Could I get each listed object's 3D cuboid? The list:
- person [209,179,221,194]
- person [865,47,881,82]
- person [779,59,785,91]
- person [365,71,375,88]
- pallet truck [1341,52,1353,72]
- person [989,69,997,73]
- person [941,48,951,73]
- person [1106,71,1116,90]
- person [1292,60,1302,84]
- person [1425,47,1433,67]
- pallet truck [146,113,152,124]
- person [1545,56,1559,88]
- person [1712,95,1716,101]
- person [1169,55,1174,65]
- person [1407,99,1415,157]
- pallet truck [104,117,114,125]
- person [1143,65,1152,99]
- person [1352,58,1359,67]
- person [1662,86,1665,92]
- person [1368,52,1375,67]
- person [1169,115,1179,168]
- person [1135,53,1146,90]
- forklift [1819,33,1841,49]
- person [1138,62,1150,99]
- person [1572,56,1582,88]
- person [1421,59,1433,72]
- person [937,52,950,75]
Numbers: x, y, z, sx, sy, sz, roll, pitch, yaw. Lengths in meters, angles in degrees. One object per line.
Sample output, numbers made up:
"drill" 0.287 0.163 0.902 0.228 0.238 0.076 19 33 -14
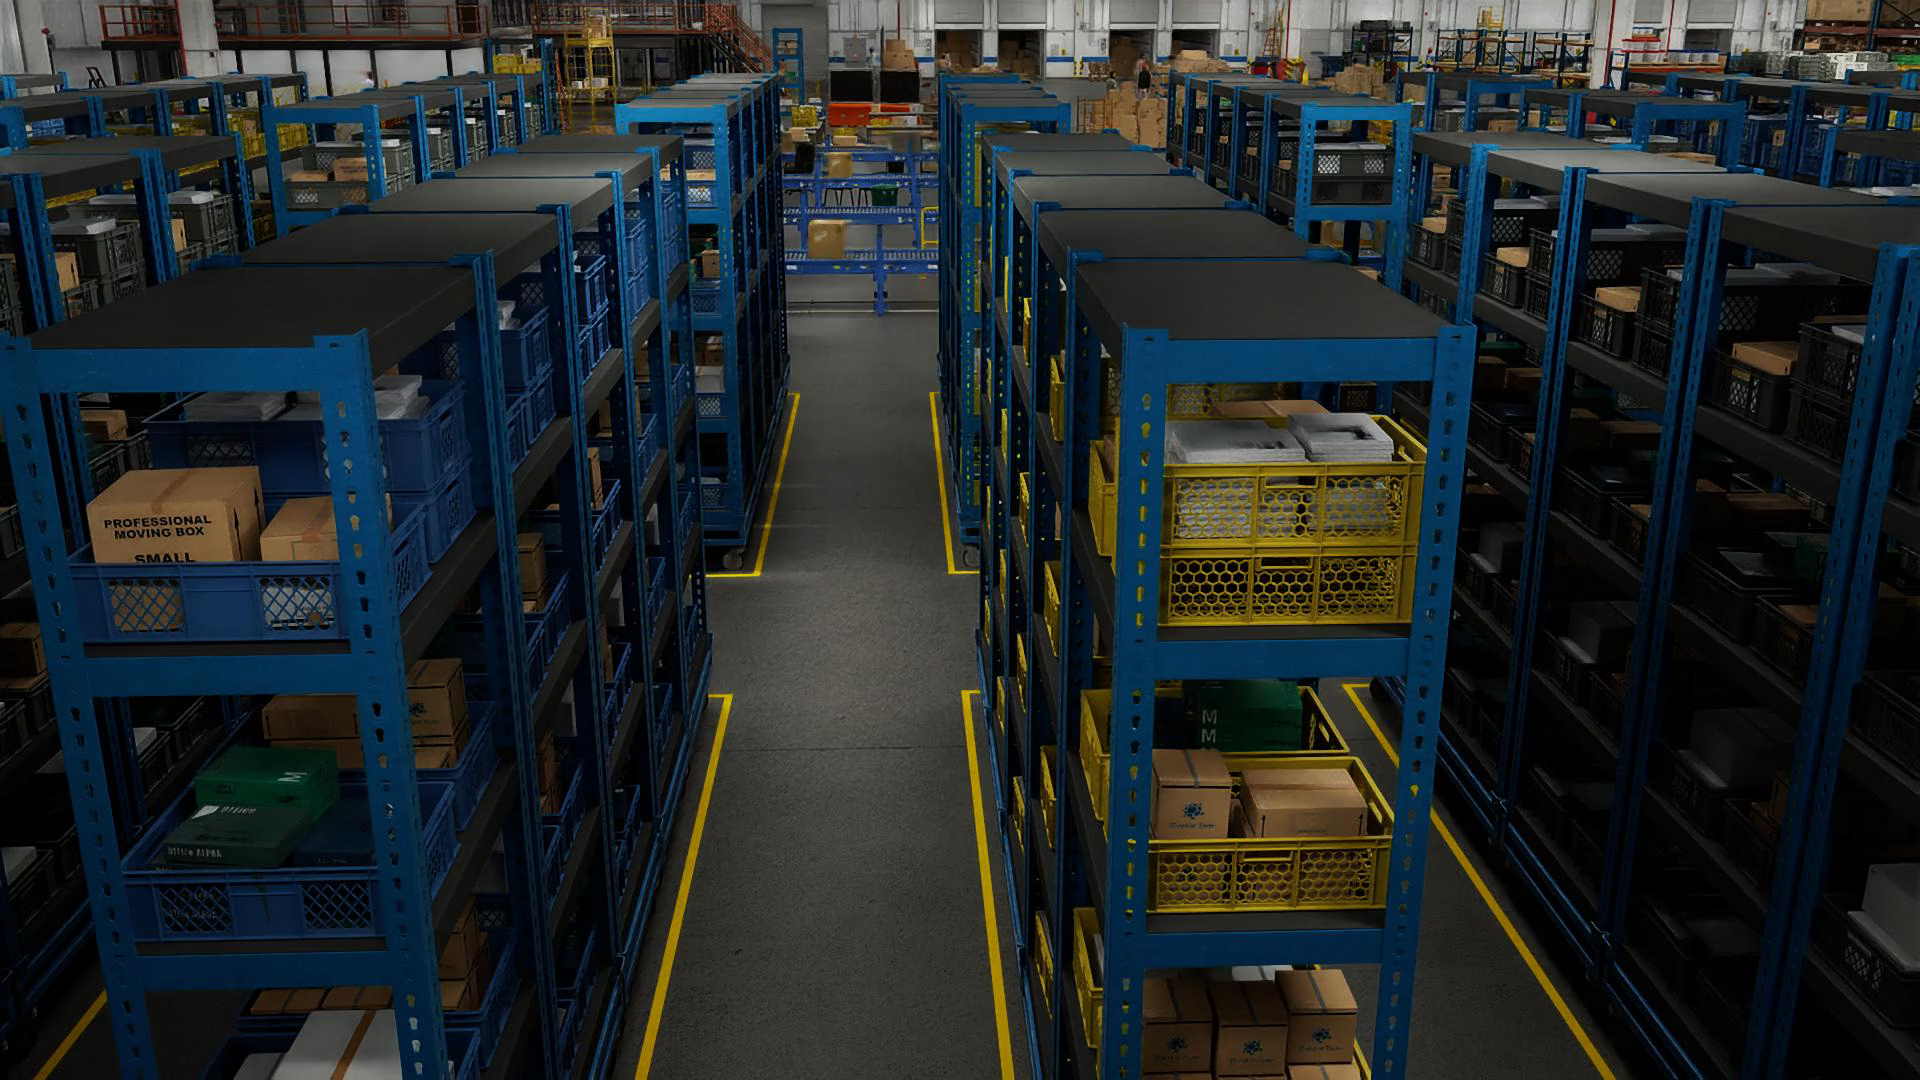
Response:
"person" -11.584 -4.907 26.154 0.536 1.817 0.598 12 21 33
"person" -4.892 -26.776 93.692 0.967 1.912 0.609 3 18 10
"person" -8.701 -22.749 81.324 0.430 1.845 0.624 -7 19 -20
"person" -22.319 -16.777 62.821 0.818 1.860 0.576 -1 18 -2
"pallet truck" 18.794 -23.123 82.231 0.823 1.965 1.885 -13 22 -35
"person" 1.251 -16.049 60.293 0.558 2.025 0.636 -13 22 -34
"person" -0.692 -26.608 93.212 0.915 1.881 0.586 10 20 27
"person" 5.662 -16.602 62.283 0.328 1.861 0.501 -15 23 -39
"person" 15.987 -21.914 78.969 0.903 1.693 0.503 12 21 33
"person" 26.038 -26.391 92.438 0.376 1.939 0.547 0 18 -1
"pallet truck" -18.087 -8.309 36.390 1.885 1.965 0.823 -1 18 -4
"person" 27.640 -21.599 77.653 0.704 1.911 0.553 -7 19 -22
"person" 24.903 -14.226 55.005 0.890 1.815 0.550 13 22 35
"person" 10.592 -23.354 83.275 0.965 1.795 0.638 2 18 5
"person" 12.224 -11.075 45.245 0.617 1.808 0.469 -2 18 -7
"pallet truck" -18.367 -7.885 35.078 1.885 1.965 0.823 1 18 2
"person" 7.924 -19.307 70.812 0.543 1.741 0.606 -1 18 -2
"person" 19.654 -23.209 83.022 0.554 1.656 0.829 -13 22 -34
"person" 26.197 -16.386 61.912 0.530 1.666 0.817 -13 22 -36
"person" 21.268 -24.285 86.075 0.348 1.842 0.506 -3 18 -9
"person" 5.123 -9.353 40.006 0.341 1.758 0.526 -2 18 -7
"person" 9.025 -23.328 82.988 0.552 1.918 0.636 16 24 40
"forklift" 43.982 -24.305 84.475 1.129 2.768 1.873 -1 18 -2
"person" 7.474 -18.430 67.710 0.375 1.997 0.612 -15 23 -39
"person" 28.757 -21.611 77.687 0.646 1.901 0.606 15 23 38
"person" 20.435 -20.052 72.840 0.585 1.927 0.366 -7 19 -21
"person" -0.826 -23.603 83.854 0.618 1.897 0.724 0 18 0
